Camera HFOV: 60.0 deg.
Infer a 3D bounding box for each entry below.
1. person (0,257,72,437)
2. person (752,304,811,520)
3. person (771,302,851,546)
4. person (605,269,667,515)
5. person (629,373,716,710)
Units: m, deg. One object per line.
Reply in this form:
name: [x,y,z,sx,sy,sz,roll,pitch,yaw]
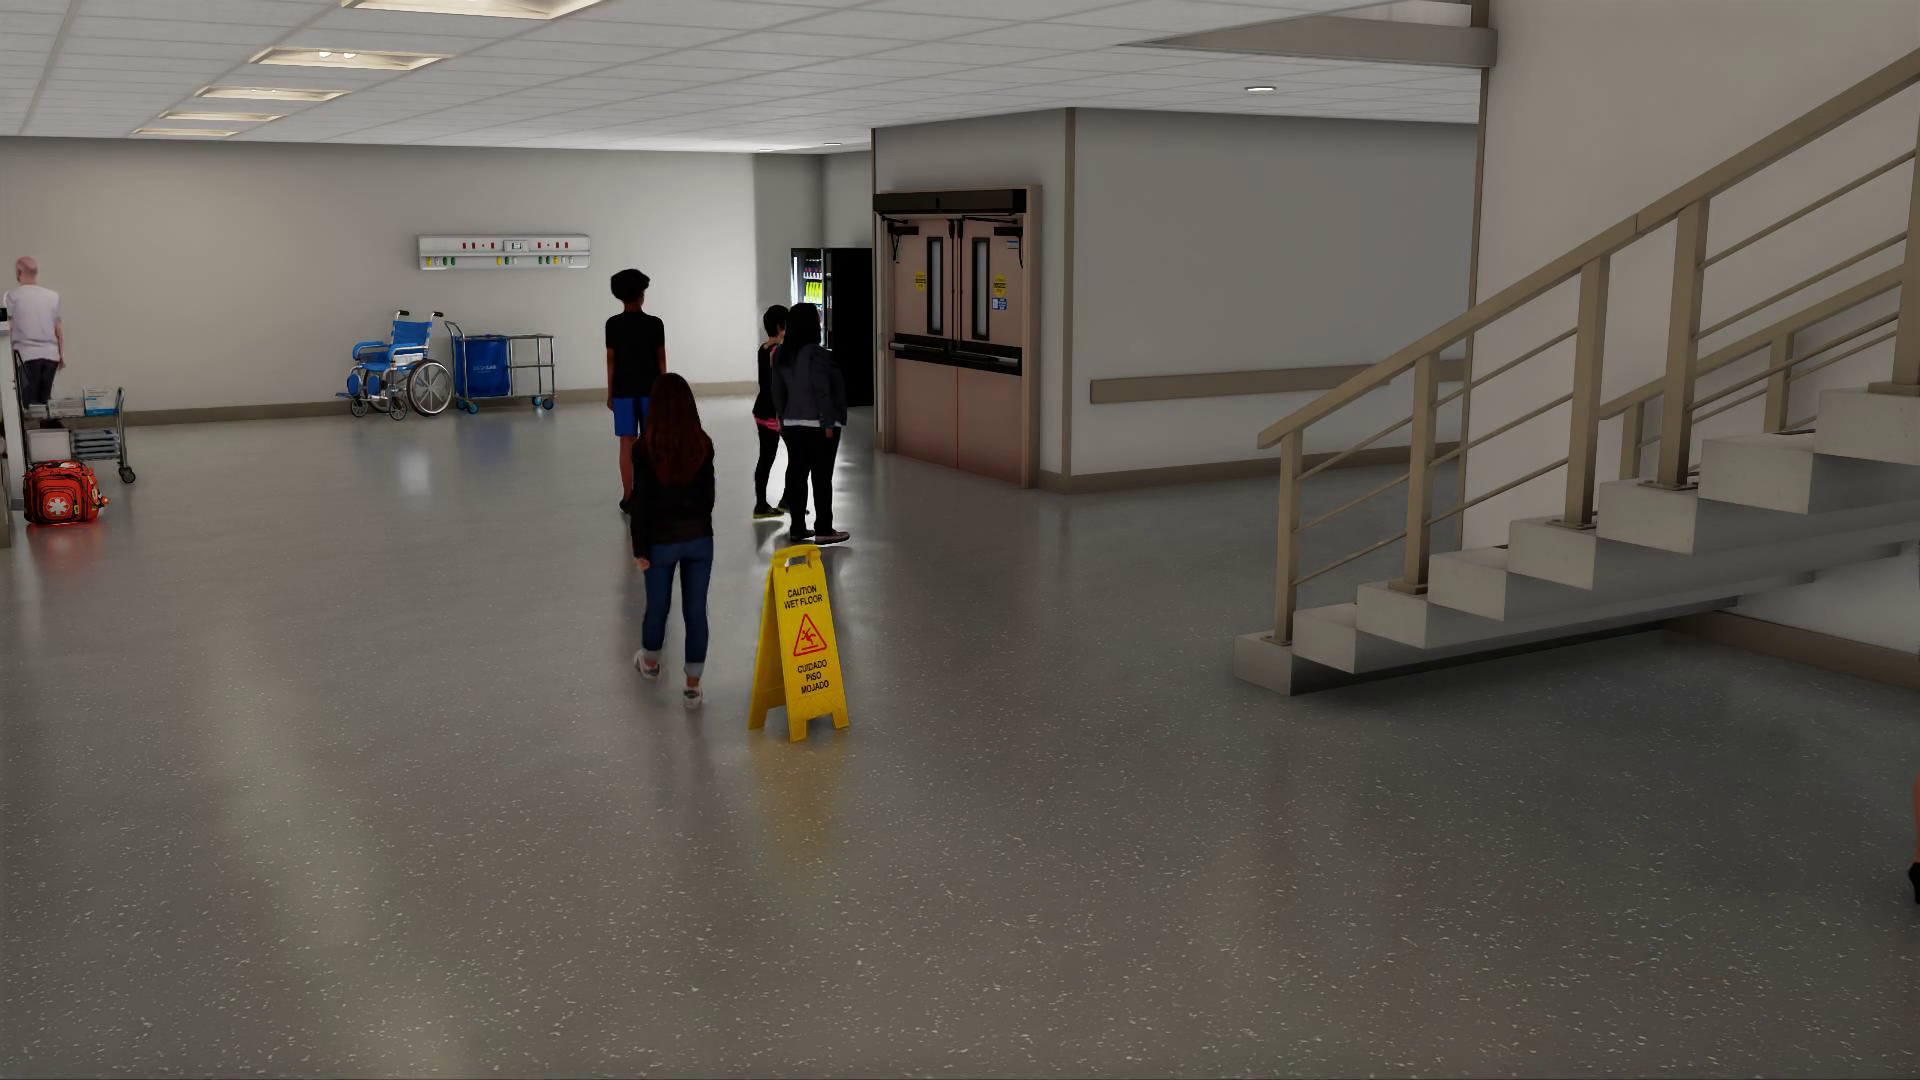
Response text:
person: [-8.236,-1.601,14.902,1.211,1.802,1.013,6,12,30]
person: [-1.394,-0.903,11.931,0.629,1.539,0.546,-7,13,-34]
person: [-1.003,-0.779,11.107,0.709,1.603,0.823,9,14,40]
person: [-2.386,-1.102,12.293,0.668,1.794,0.658,-2,11,-12]
person: [-1.215,0.020,7.289,0.650,1.455,0.905,-4,11,-20]
